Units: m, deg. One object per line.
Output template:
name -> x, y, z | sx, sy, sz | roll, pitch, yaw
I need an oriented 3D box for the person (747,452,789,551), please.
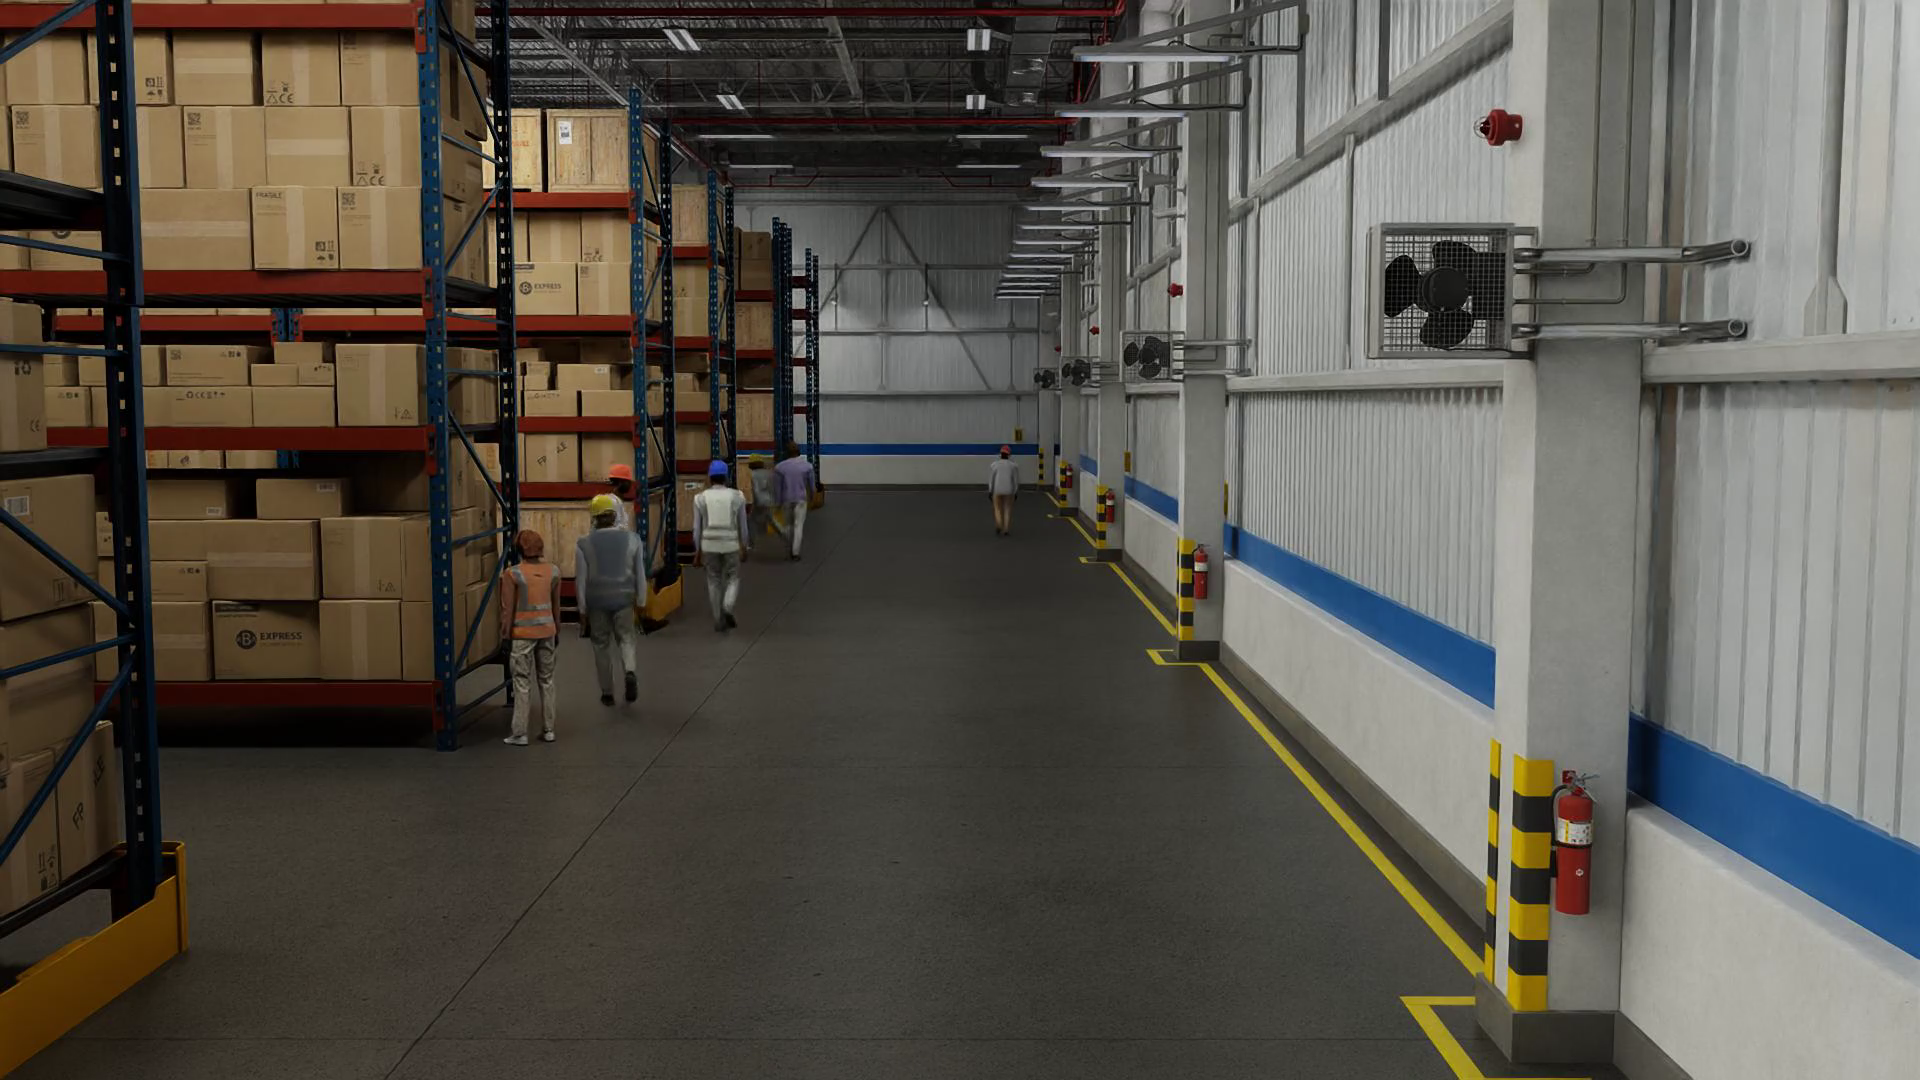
person -> -3.284, -0.637, 28.202 | 0.844, 1.704, 0.497 | 3, 6, 32

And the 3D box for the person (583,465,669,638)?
person -> -3.683, 0.132, 18.101 | 0.932, 1.881, 0.564 | 0, 5, -1

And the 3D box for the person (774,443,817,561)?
person -> -2.653, -0.612, 26.799 | 0.650, 1.884, 1.043 | 0, 5, 4

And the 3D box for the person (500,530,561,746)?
person -> -3.229, 0.734, 12.556 | 0.322, 1.631, 0.525 | 4, 7, 42

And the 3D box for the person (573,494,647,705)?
person -> -2.943, 0.520, 14.010 | 0.610, 1.805, 0.551 | -2, 5, -21

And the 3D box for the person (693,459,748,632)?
person -> -2.672, 0.066, 18.577 | 0.625, 1.931, 0.439 | 0, 5, -1

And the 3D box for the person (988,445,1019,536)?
person -> 0.830, -0.939, 31.471 | 0.590, 1.726, 0.576 | 0, 5, -1
